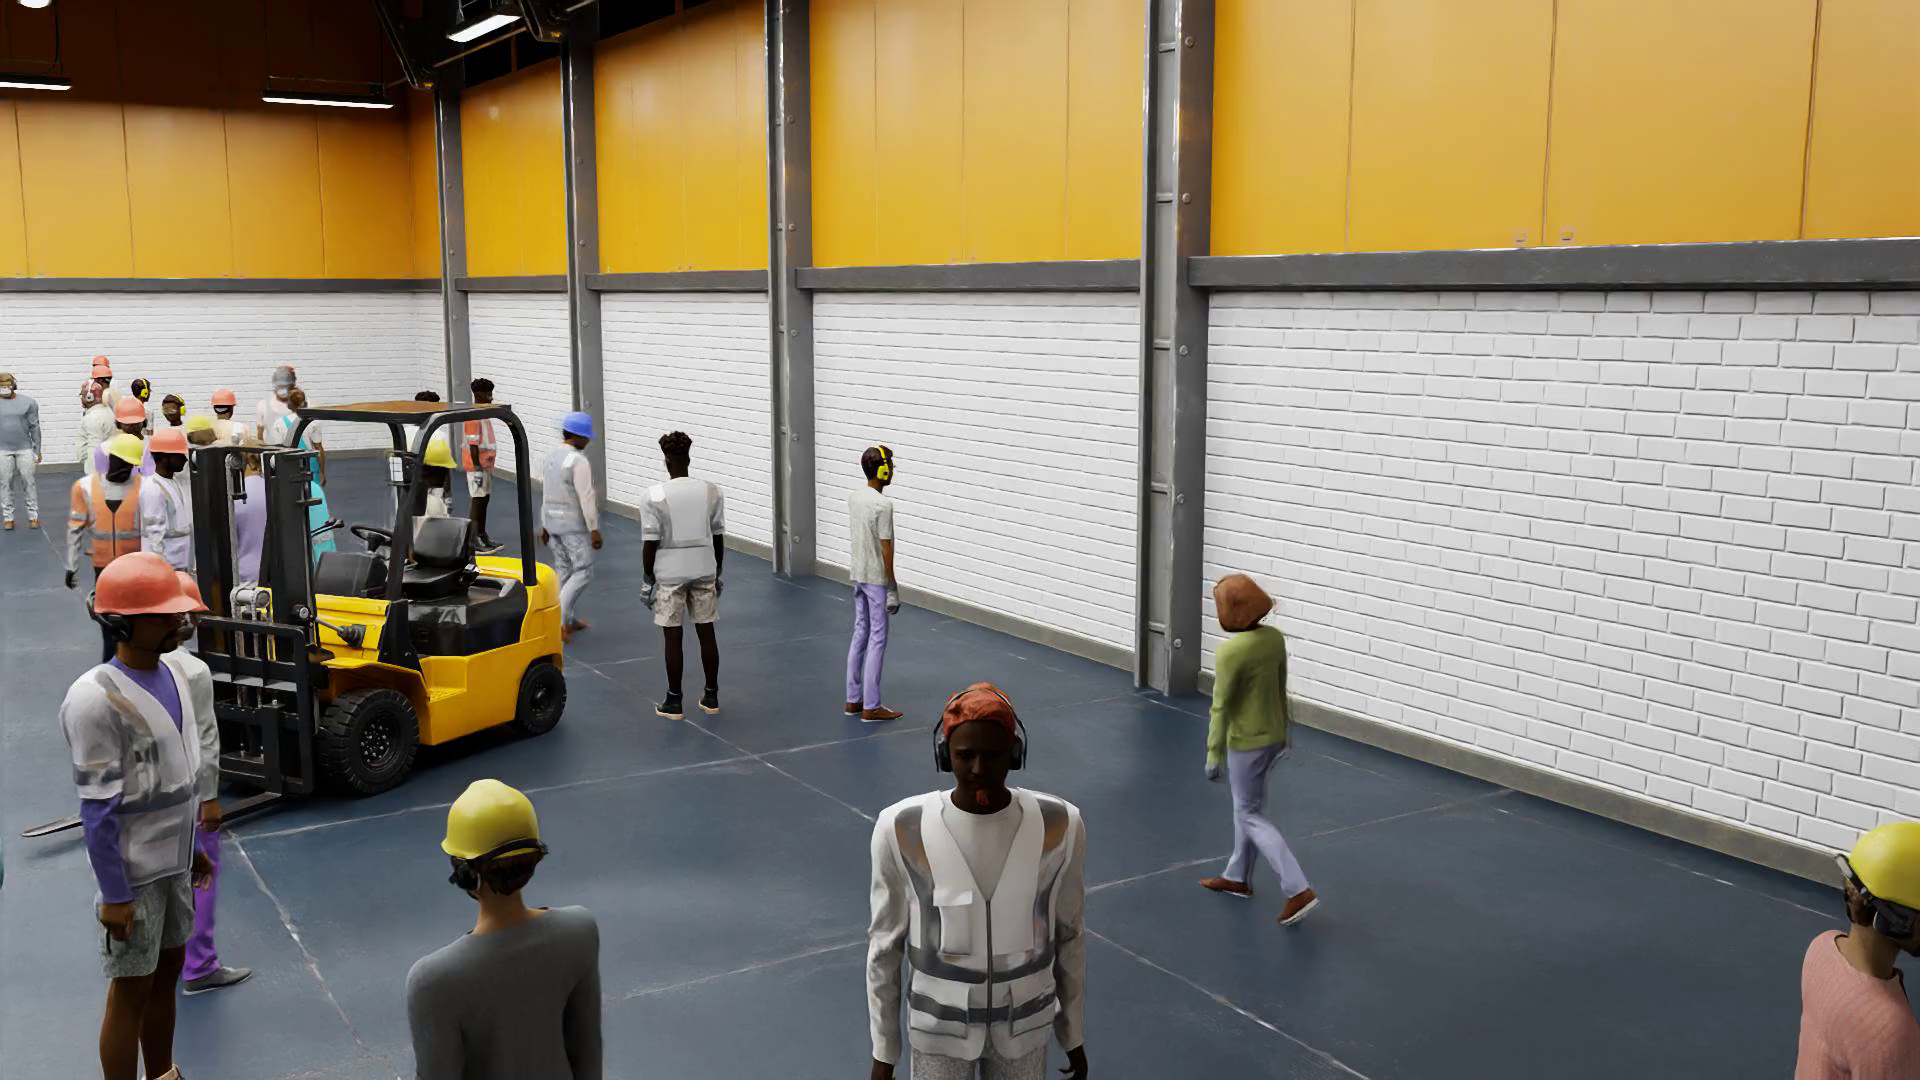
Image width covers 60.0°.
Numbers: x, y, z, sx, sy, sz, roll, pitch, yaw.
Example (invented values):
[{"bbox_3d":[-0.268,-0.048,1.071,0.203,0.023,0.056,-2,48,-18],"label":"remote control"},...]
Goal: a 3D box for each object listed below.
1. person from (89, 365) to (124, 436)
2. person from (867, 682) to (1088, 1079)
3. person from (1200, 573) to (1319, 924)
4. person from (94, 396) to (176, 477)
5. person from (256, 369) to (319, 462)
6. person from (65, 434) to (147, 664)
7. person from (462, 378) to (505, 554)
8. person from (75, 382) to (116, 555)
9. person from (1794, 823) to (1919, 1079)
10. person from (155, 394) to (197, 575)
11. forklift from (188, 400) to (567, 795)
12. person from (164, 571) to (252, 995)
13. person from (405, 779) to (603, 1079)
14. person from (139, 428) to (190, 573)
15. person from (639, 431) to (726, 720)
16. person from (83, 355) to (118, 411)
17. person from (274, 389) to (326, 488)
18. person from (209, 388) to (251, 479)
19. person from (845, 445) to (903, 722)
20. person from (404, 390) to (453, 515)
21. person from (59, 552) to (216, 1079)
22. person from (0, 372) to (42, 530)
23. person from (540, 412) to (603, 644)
[{"bbox_3d":[-11.371,-1.369,22.188,0.378,1.933,0.551,-1,8,-6],"label":"person"},{"bbox_3d":[0.049,1.299,4.371,0.585,1.882,0.340,-1,9,-8],"label":"person"},{"bbox_3d":[1.386,0.944,7.680,0.710,1.606,0.543,8,12,44],"label":"person"},{"bbox_3d":[-6.876,-0.190,13.944,0.612,2.029,0.407,-6,10,-35],"label":"person"},{"bbox_3d":[-7.860,-1.015,19.443,0.704,2.000,0.966,-2,9,-16],"label":"person"},{"bbox_3d":[-6.116,0.165,12.053,0.664,1.879,0.597,-2,9,-10],"label":"person"},{"bbox_3d":[-5.304,-0.819,18.429,0.387,1.954,0.608,-1,8,-5],"label":"person"},{"bbox_3d":[-9.539,-0.790,18.382,0.407,1.908,0.641,-2,9,-14],"label":"person"},{"bbox_3d":[1.995,1.468,3.683,0.342,1.754,0.533,2,9,12],"label":"person"},{"bbox_3d":[-7.970,-0.563,17.015,0.514,1.861,0.322,1,8,5],"label":"person"},{"bbox_3d":[-3.529,0.258,10.348,1.214,2.155,2.313,4,9,25],"label":"forklift"},{"bbox_3d":[-3.226,0.996,6.898,0.573,1.744,0.344,6,10,34],"label":"person"},{"bbox_3d":[-1.065,1.428,3.902,0.316,1.767,0.535,6,11,37],"label":"person"},{"bbox_3d":[-5.647,0.157,11.931,0.387,1.929,0.546,-1,9,-9],"label":"person"},{"bbox_3d":[-1.882,0.237,11.283,0.607,1.959,0.393,-5,10,-29],"label":"person"},{"bbox_3d":[-13.174,-1.876,25.616,0.542,1.931,0.366,0,8,-2],"label":"person"},{"bbox_3d":[-7.198,-0.727,18.192,0.505,1.837,0.346,-1,8,-6],"label":"person"},{"bbox_3d":[-7.382,-0.563,16.800,0.551,1.931,0.386,0,8,1],"label":"person"},{"bbox_3d":[-0.579,0.294,11.231,0.333,1.864,0.509,-6,10,-34],"label":"person"},{"bbox_3d":[-5.135,-0.462,16.036,0.599,1.952,0.378,4,9,24],"label":"person"},{"bbox_3d":[-2.664,1.051,5.509,0.382,2.045,0.605,0,8,0],"label":"person"},{"bbox_3d":[-11.548,-1.079,20.273,0.636,1.928,0.383,-5,10,-29],"label":"person"},{"bbox_3d":[-3.271,-0.101,13.759,0.545,1.922,0.677,-8,11,-42],"label":"person"}]
